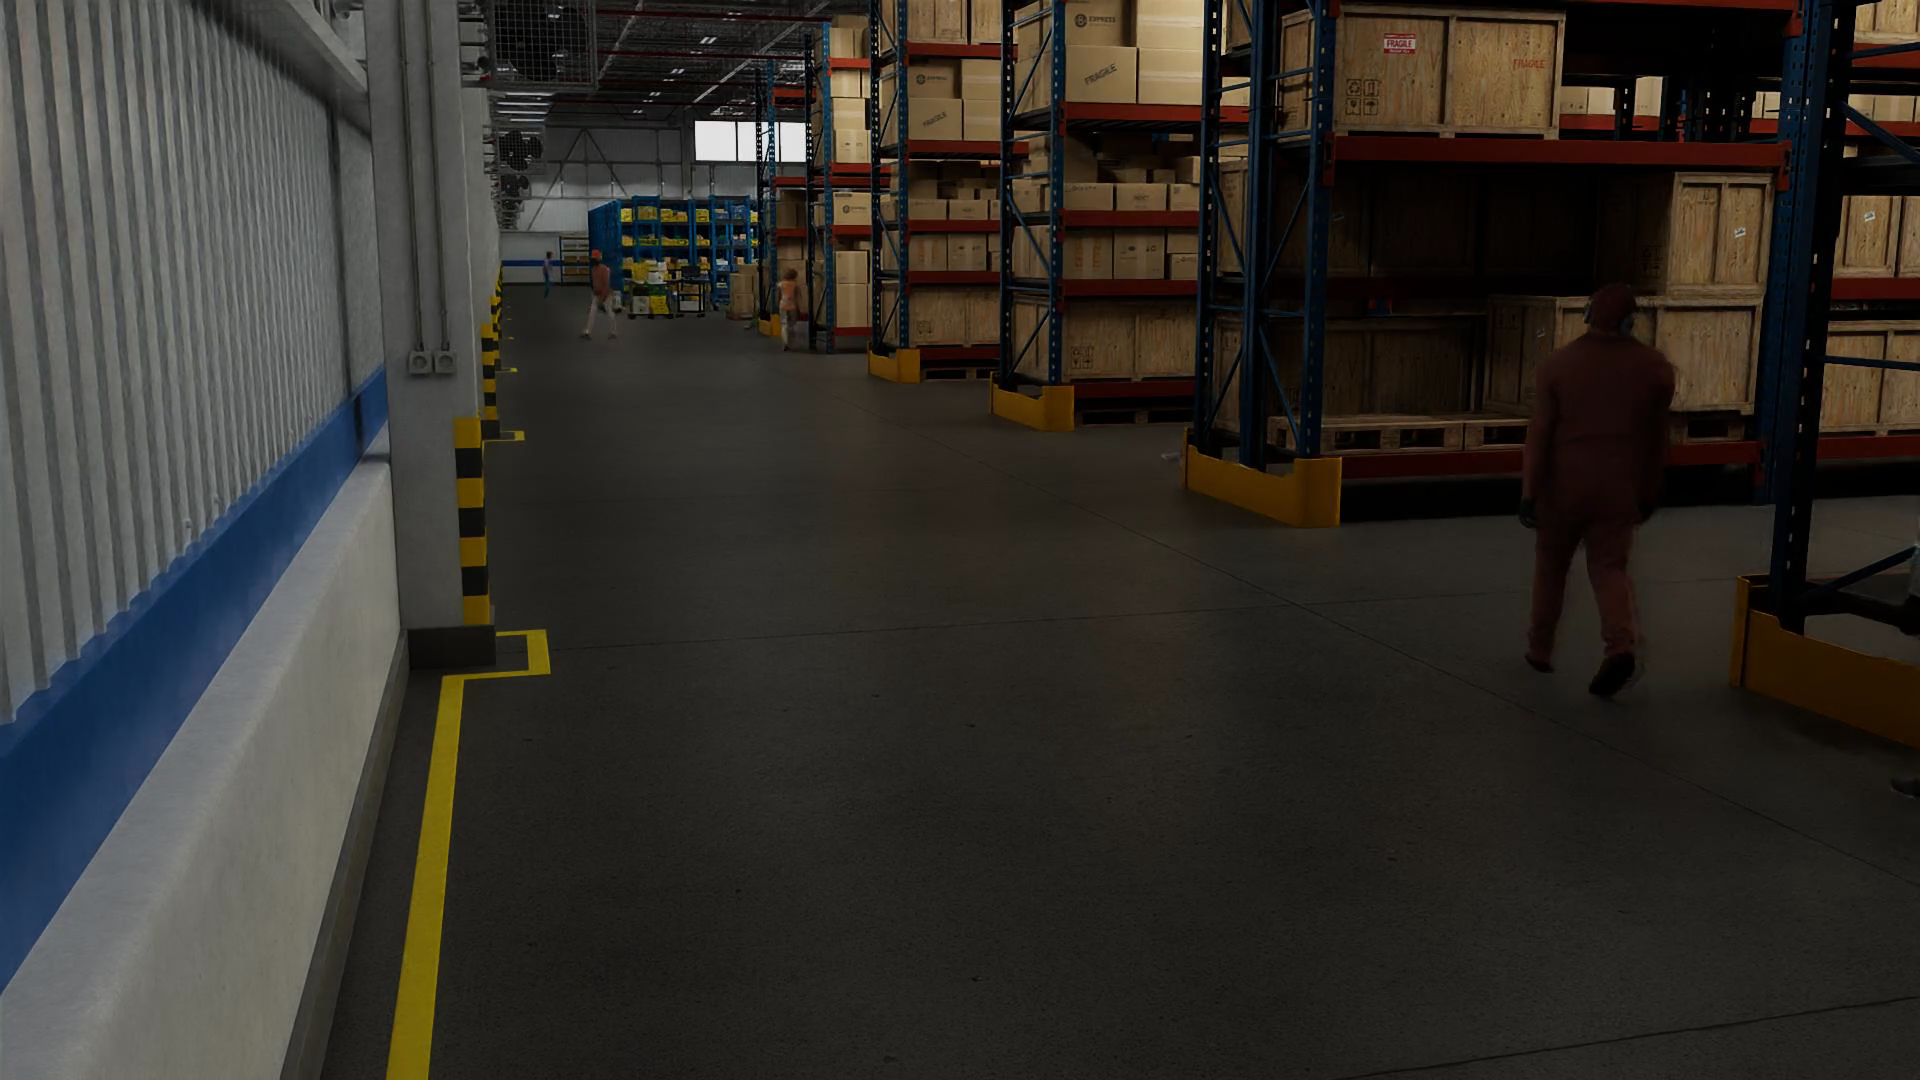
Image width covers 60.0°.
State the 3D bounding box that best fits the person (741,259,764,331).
[{"bbox_3d":[-4.779,-5.825,39.654,0.913,1.717,0.537,-2,10,-13],"label":"person"}]

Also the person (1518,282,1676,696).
[{"bbox_3d":[2.909,-0.244,7.628,0.659,1.871,0.850,1,10,7],"label":"person"}]

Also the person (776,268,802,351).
[{"bbox_3d":[-3.331,-4.478,32.341,0.522,1.597,0.775,-1,10,-3],"label":"person"}]

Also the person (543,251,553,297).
[{"bbox_3d":[-16.387,-10.567,66.214,0.422,1.824,0.647,-1,10,-4],"label":"person"}]

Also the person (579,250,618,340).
[{"bbox_3d":[-7.792,-5.272,35.875,0.622,1.935,1.002,6,12,31],"label":"person"}]

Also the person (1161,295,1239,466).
[{"bbox_3d":[2.304,-1.479,15.091,0.880,1.697,0.495,-4,11,-21],"label":"person"}]

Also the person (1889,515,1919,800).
[{"bbox_3d":[3.599,0.170,5.710,0.565,1.717,0.740,-4,11,-22],"label":"person"}]
